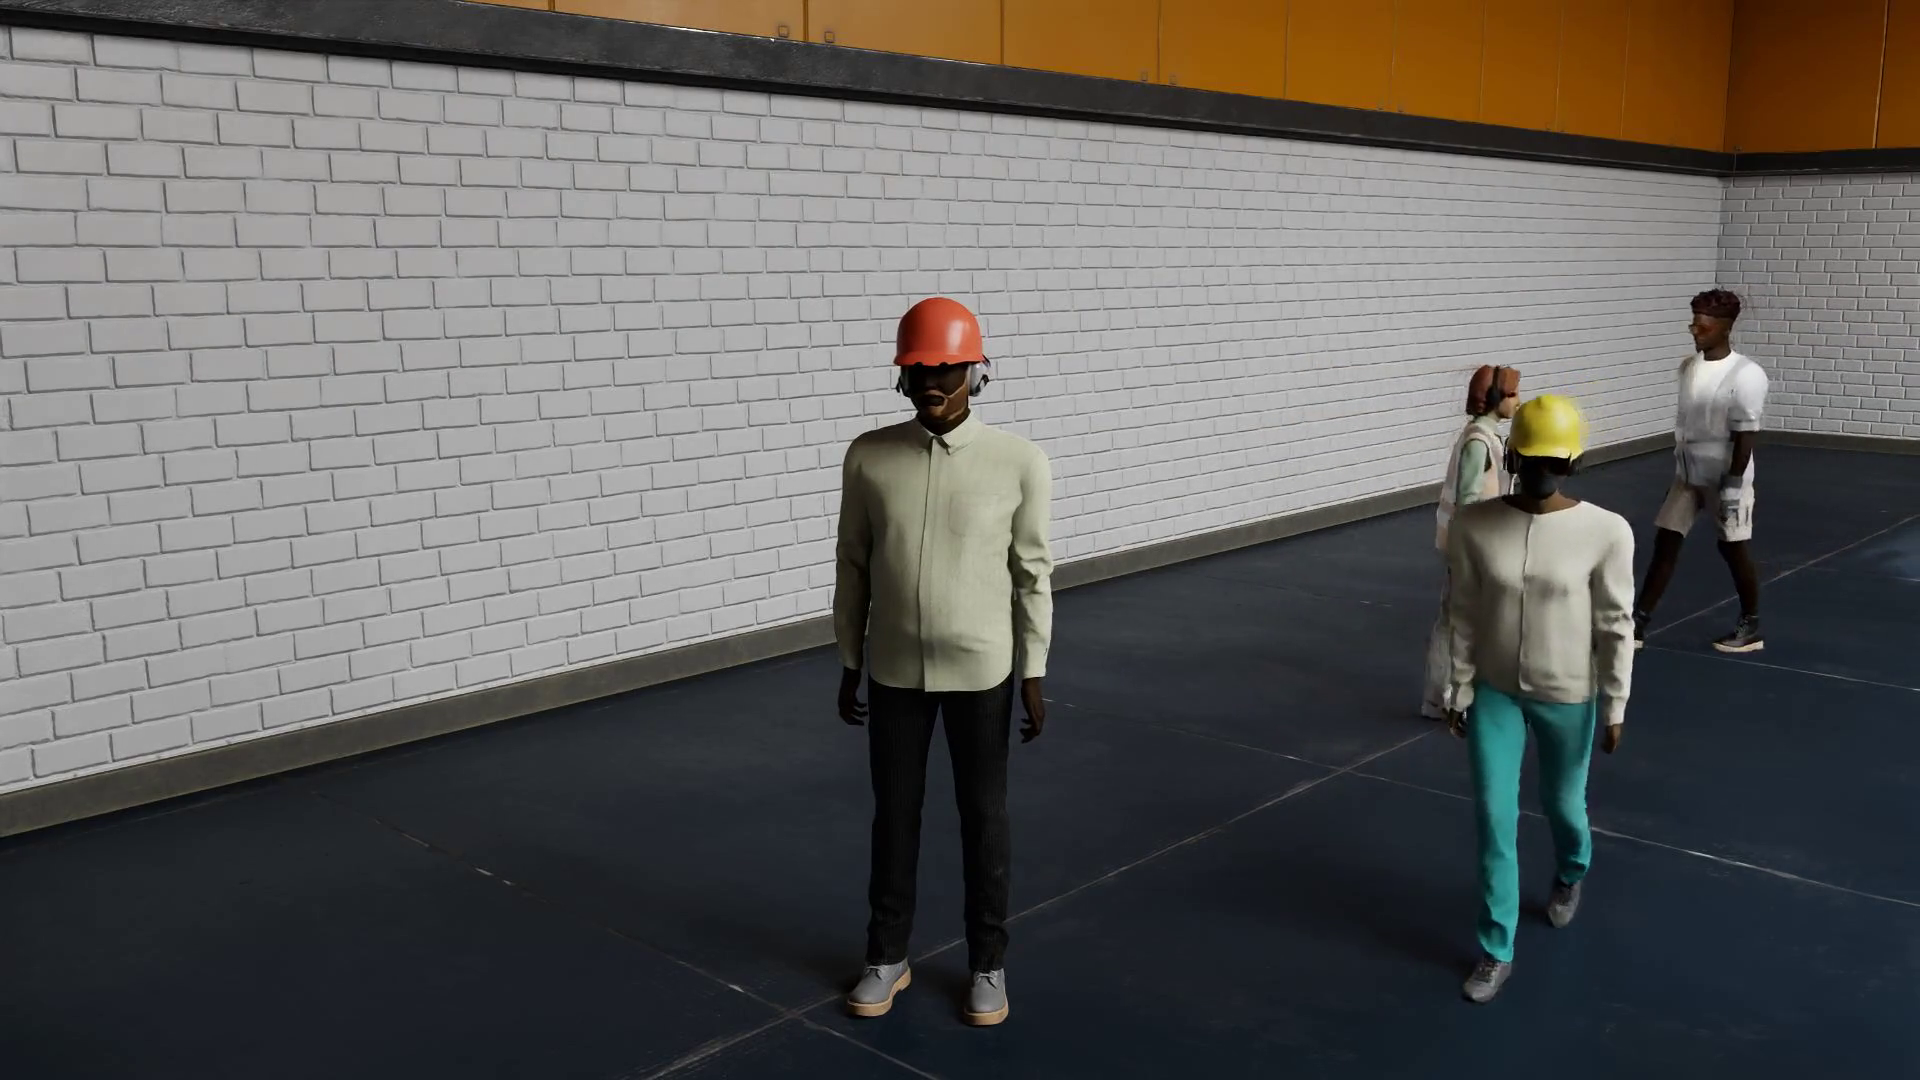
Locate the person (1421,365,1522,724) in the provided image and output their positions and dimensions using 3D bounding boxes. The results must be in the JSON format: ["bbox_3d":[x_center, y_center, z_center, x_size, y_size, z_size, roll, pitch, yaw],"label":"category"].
[{"bbox_3d":[2.279,0.046,7.304,0.479,1.620,0.531,3,10,17],"label":"person"}]

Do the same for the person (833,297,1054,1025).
[{"bbox_3d":[-0.054,0.341,4.566,0.611,1.996,0.379,2,10,11],"label":"person"}]

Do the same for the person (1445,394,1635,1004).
[{"bbox_3d":[1.704,0.418,4.897,0.527,1.731,0.788,5,11,28],"label":"person"}]

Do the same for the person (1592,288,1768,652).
[{"bbox_3d":[3.859,-0.347,8.712,0.922,1.918,0.634,-3,10,-15],"label":"person"}]
